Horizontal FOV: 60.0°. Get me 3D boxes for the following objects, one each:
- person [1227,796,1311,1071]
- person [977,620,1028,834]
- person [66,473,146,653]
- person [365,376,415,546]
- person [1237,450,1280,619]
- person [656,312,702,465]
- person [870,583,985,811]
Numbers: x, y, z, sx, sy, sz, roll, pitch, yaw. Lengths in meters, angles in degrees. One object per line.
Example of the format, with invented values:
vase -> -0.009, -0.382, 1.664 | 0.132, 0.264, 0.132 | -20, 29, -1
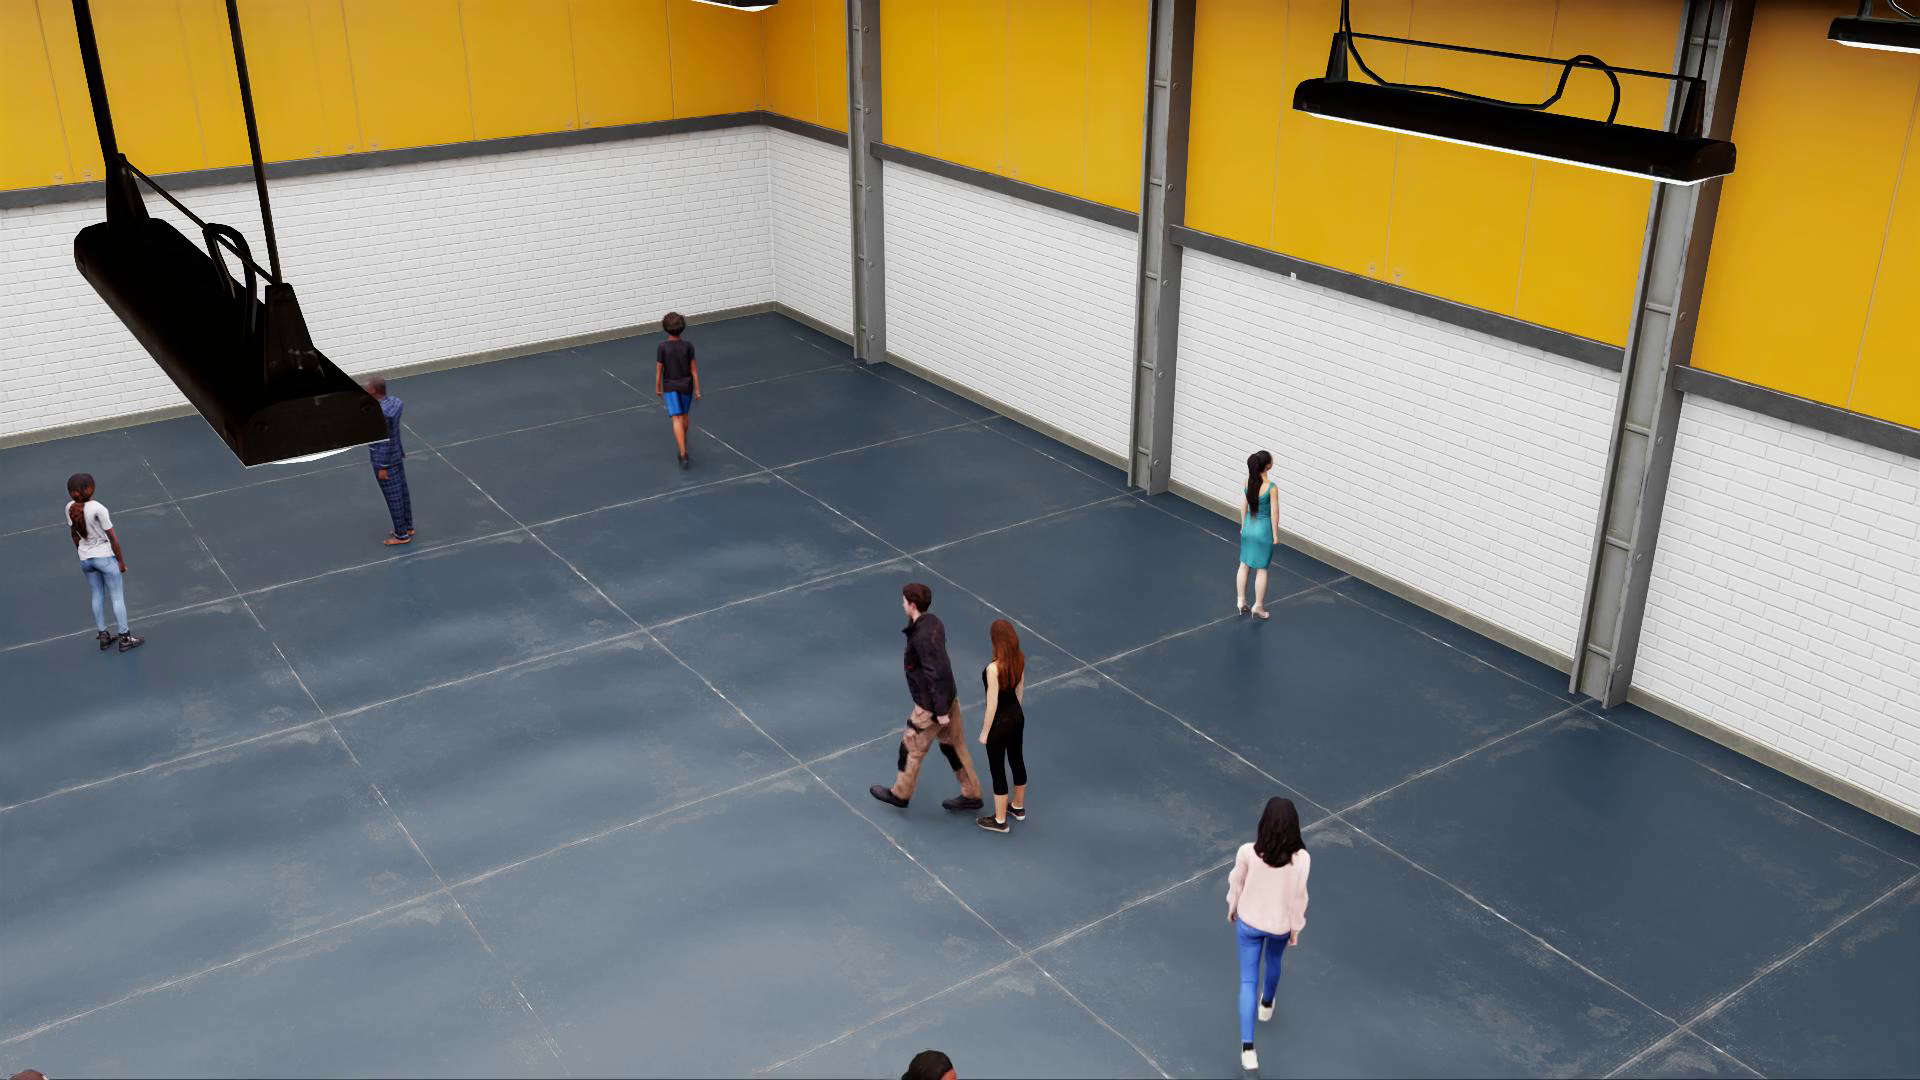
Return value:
person -> 1.838, 2.400, 10.078 | 1.136, 1.731, 1.167 | 5, 24, 11
person -> 0.335, 1.375, 12.434 | 0.587, 1.722, 0.618 | 19, 30, 37
person -> -7.837, 0.191, 15.147 | 0.659, 1.719, 0.726 | 5, 24, 11
person -> -5.970, -0.850, 17.395 | 0.839, 1.826, 0.747 | 0, 24, 0
person -> 2.819, -0.060, 15.762 | 0.471, 1.686, 0.654 | 21, 32, 40
person -> -3.302, -1.748, 19.537 | 0.870, 1.755, 1.229 | -8, 25, -18
person -> -0.112, 1.246, 12.533 | 1.221, 1.879, 1.155 | 3, 24, 6
